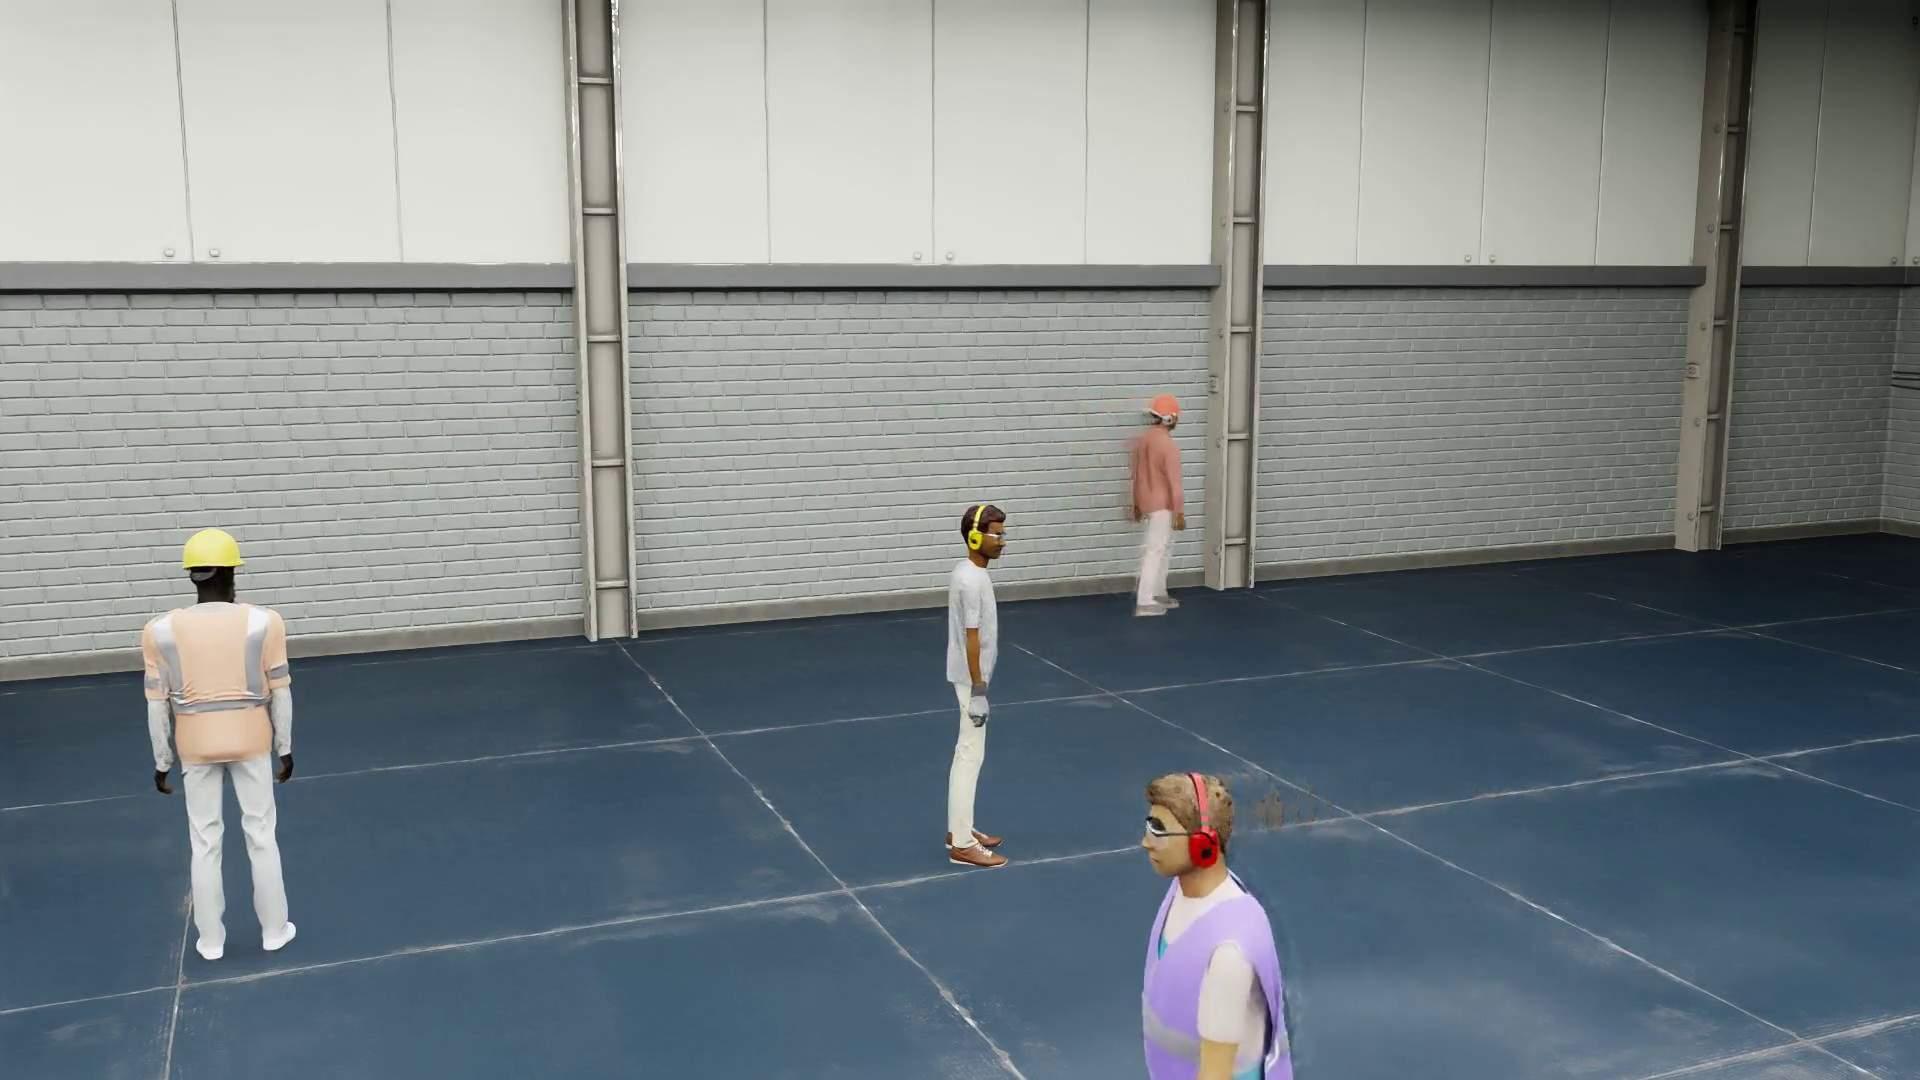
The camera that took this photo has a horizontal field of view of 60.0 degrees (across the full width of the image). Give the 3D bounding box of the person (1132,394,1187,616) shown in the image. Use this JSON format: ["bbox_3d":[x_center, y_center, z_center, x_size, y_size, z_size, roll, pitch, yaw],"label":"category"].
[{"bbox_3d":[1.846,-0.308,14.830,0.681,1.972,0.658,-4,10,-22],"label":"person"}]

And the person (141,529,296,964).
[{"bbox_3d":[-3.262,0.911,7.367,0.587,1.922,0.383,-3,10,-19],"label":"person"}]

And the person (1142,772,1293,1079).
[{"bbox_3d":[0.625,1.472,4.258,0.971,1.802,0.592,-1,9,-8],"label":"person"}]

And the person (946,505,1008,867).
[{"bbox_3d":[0.084,0.741,8.613,0.313,1.865,0.528,0,9,-2],"label":"person"}]
